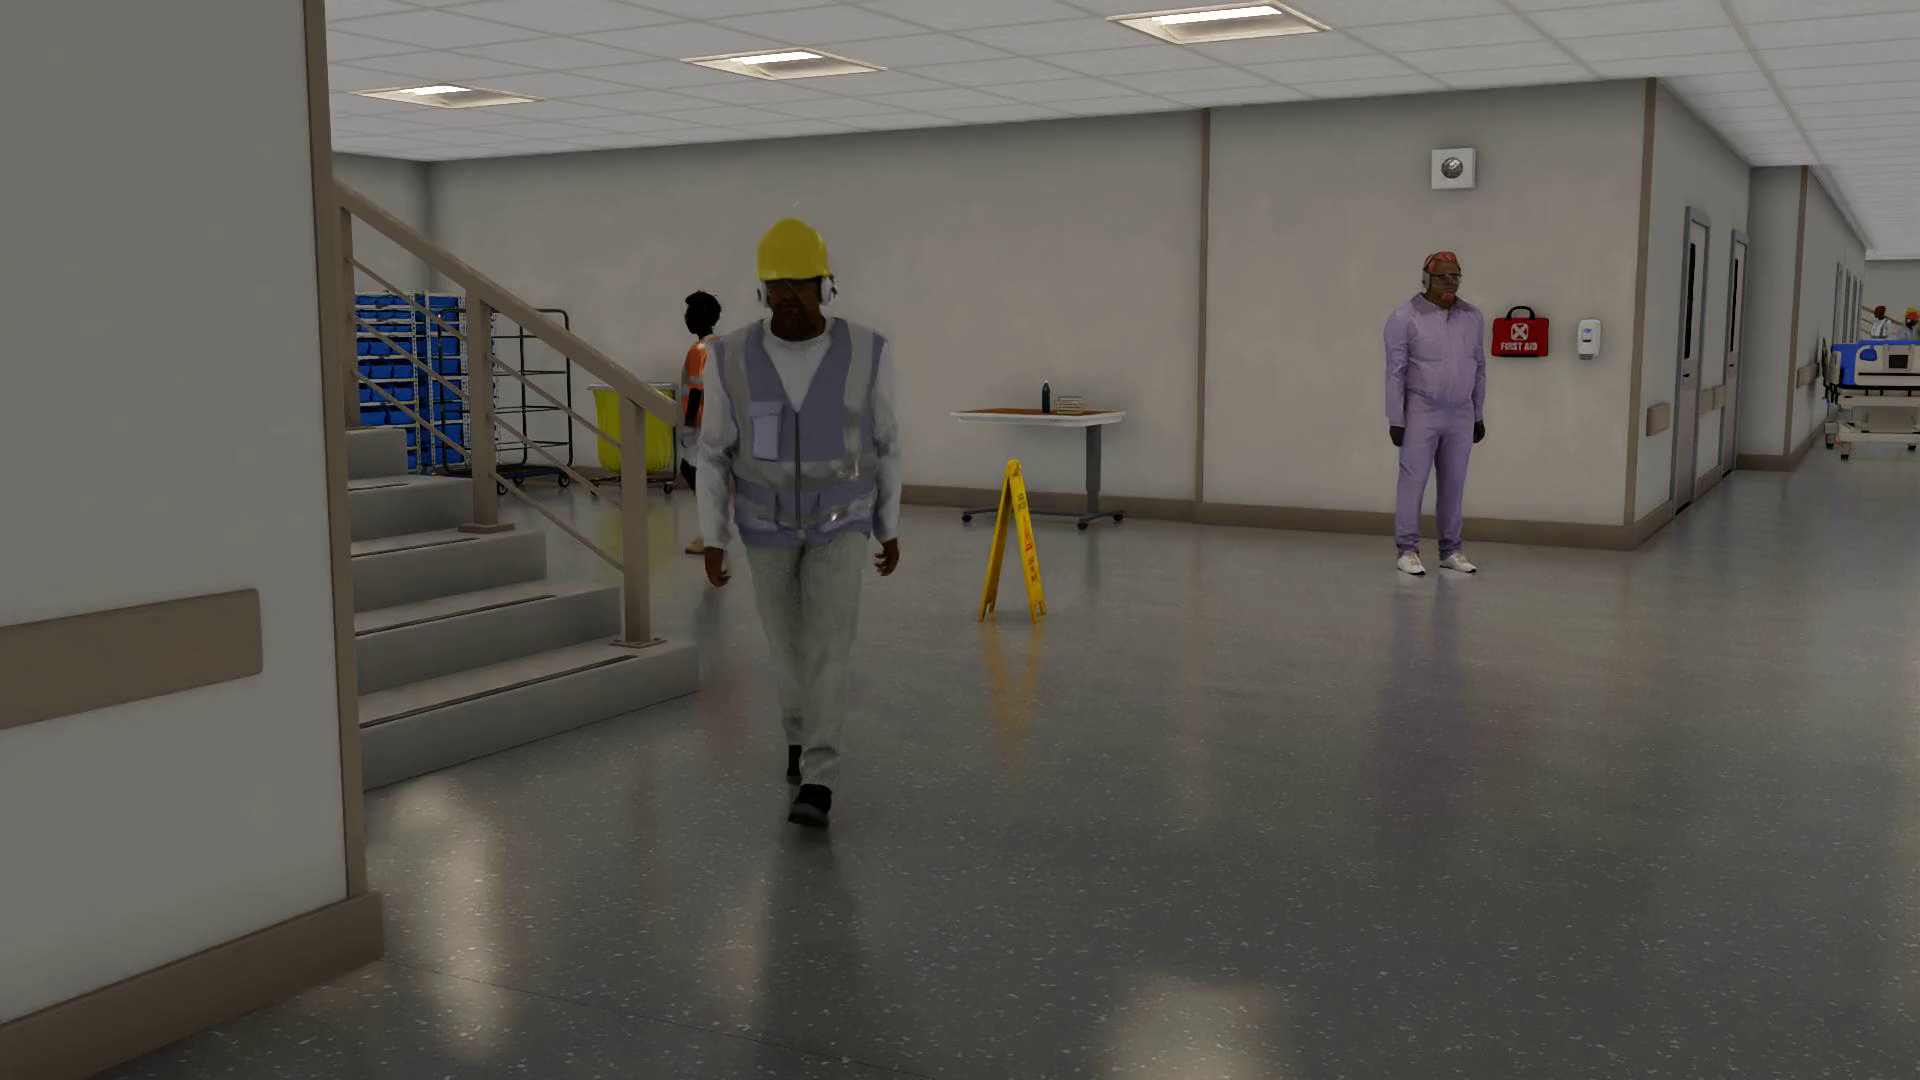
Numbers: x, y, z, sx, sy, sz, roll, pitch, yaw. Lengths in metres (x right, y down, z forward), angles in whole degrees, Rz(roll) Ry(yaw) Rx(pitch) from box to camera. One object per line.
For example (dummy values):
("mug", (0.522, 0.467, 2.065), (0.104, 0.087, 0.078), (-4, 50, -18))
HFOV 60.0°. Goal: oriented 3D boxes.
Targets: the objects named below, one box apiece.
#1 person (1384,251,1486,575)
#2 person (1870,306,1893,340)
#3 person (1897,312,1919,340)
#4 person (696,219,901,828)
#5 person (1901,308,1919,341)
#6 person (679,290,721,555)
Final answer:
("person", (2.817, -0.739, 9.806), (0.632, 1.899, 0.404), (-2, 8, -14))
("person", (20.567, -4.295, 37.203), (0.354, 1.883, 0.576), (-1, 8, -10))
("person", (20.359, -4.019, 35.702), (0.626, 1.713, 0.609), (-4, 9, -30))
("person", (-0.487, -0.061, 5.031), (0.606, 1.774, 0.944), (0, 7, 1))
("person", (20.675, -4.137, 36.202), (0.404, 1.828, 0.592), (-3, 8, -19))
("person", (-1.656, -0.738, 10.568), (0.410, 1.680, 0.554), (1, 7, 5))
